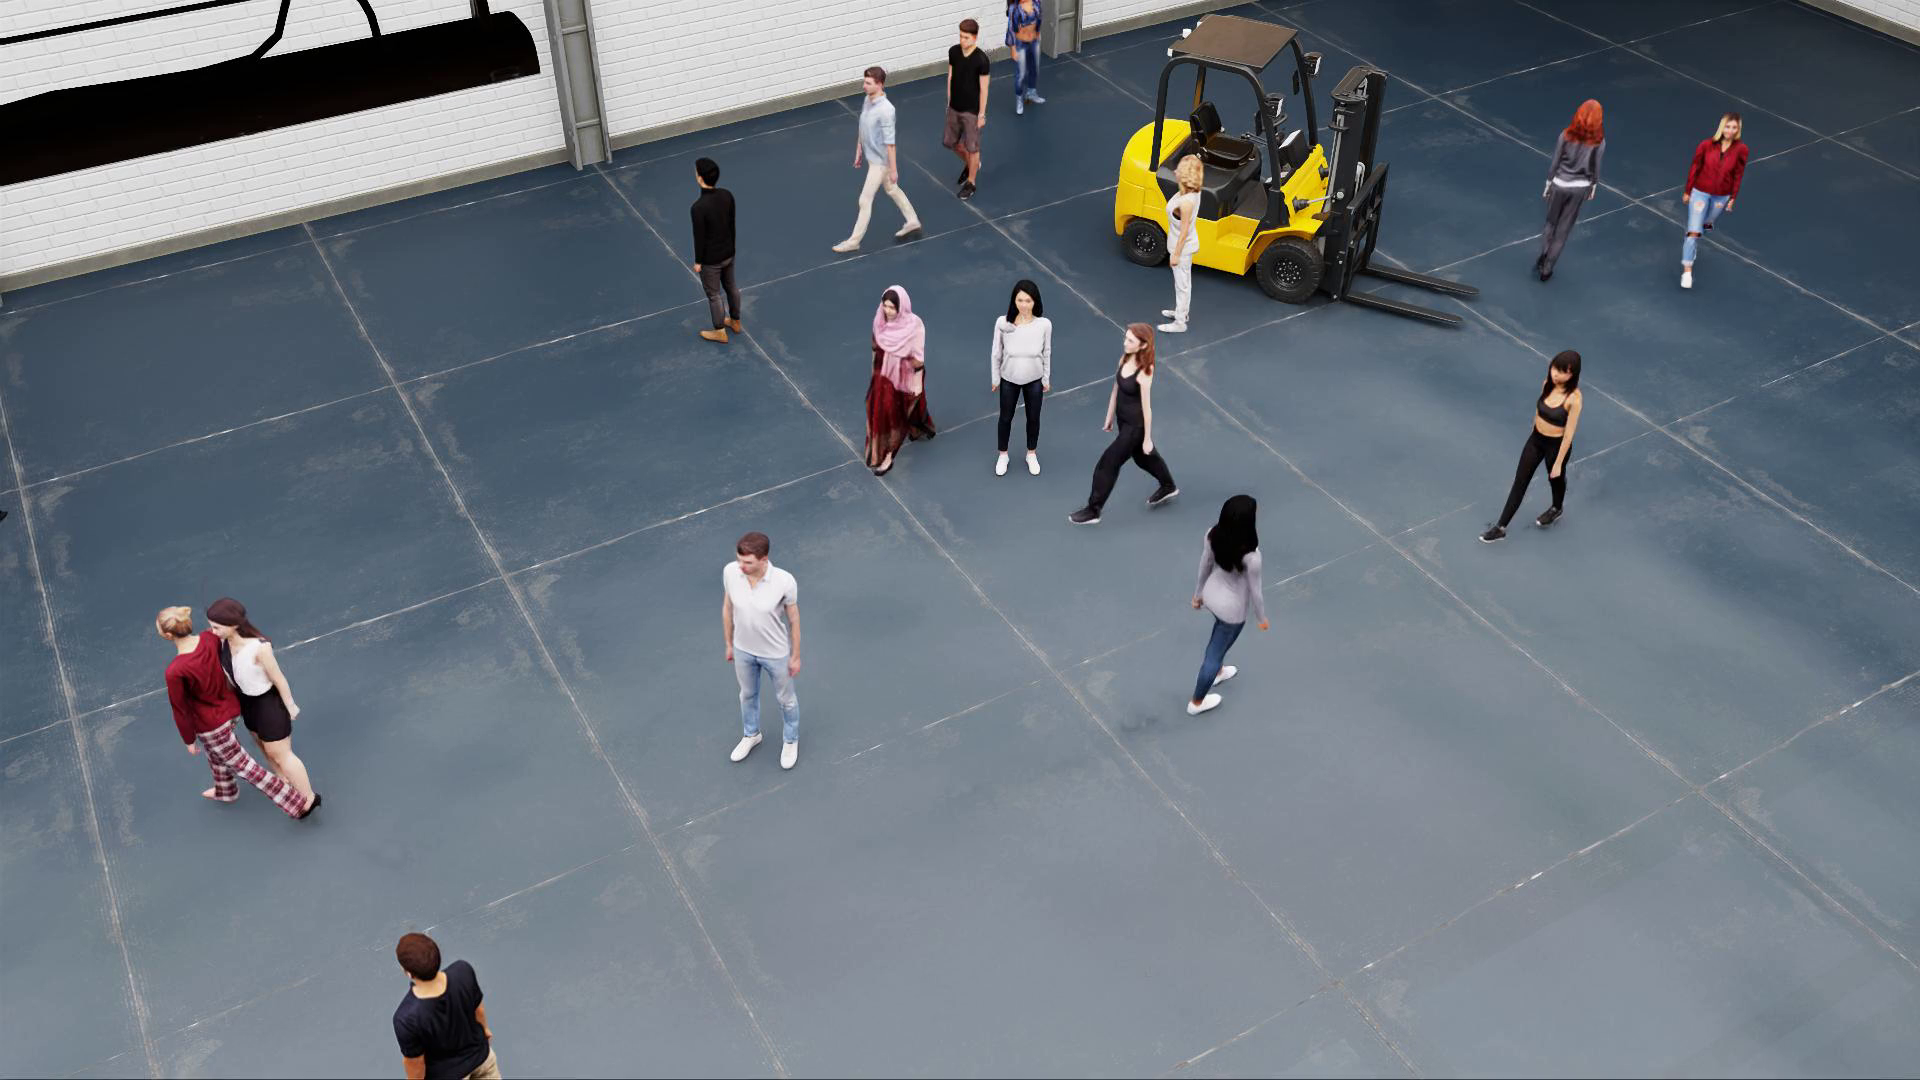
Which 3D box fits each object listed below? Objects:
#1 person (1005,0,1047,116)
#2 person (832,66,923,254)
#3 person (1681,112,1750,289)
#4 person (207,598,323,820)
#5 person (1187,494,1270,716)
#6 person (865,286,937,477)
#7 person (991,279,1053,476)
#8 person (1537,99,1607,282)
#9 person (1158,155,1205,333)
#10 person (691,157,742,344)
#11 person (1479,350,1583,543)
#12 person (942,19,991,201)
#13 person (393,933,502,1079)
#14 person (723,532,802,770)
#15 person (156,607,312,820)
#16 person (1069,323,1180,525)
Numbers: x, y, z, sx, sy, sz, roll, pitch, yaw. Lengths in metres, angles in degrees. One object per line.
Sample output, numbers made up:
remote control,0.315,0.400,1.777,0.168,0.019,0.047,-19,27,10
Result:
person,0.728,-5.477,18.337,0.508,1.607,0.788,-31,48,-33
person,-0.691,-3.634,15.875,1.225,1.799,0.740,-16,41,-20
person,7.009,-3.240,15.547,1.075,1.594,1.109,8,39,10
person,-4.286,0.968,10.244,0.734,1.636,0.768,9,39,11
person,1.646,0.466,10.807,0.725,1.717,0.606,-19,42,-22
person,-0.444,-1.331,13.155,1.025,1.595,1.163,16,41,19
person,0.483,-1.273,12.998,0.653,1.700,0.765,-1,39,-1
person,5.597,-3.170,15.328,0.752,1.757,0.814,16,41,19
person,1.980,-2.621,14.710,0.741,1.670,0.681,9,40,12
person,-2.140,-2.543,14.570,0.778,1.723,0.621,25,45,28
person,4.443,-0.702,12.364,1.053,1.600,0.590,-21,43,-24
person,0.127,-4.386,16.773,0.808,1.854,0.856,26,45,29
person,-2.443,2.536,8.102,0.768,1.859,0.628,23,44,26
person,-1.235,0.662,10.452,0.722,1.854,0.779,10,40,13
person,-4.428,1.092,10.071,1.119,1.658,1.060,9,40,11
person,1.381,-0.885,12.514,1.208,1.699,0.735,-14,41,-17
